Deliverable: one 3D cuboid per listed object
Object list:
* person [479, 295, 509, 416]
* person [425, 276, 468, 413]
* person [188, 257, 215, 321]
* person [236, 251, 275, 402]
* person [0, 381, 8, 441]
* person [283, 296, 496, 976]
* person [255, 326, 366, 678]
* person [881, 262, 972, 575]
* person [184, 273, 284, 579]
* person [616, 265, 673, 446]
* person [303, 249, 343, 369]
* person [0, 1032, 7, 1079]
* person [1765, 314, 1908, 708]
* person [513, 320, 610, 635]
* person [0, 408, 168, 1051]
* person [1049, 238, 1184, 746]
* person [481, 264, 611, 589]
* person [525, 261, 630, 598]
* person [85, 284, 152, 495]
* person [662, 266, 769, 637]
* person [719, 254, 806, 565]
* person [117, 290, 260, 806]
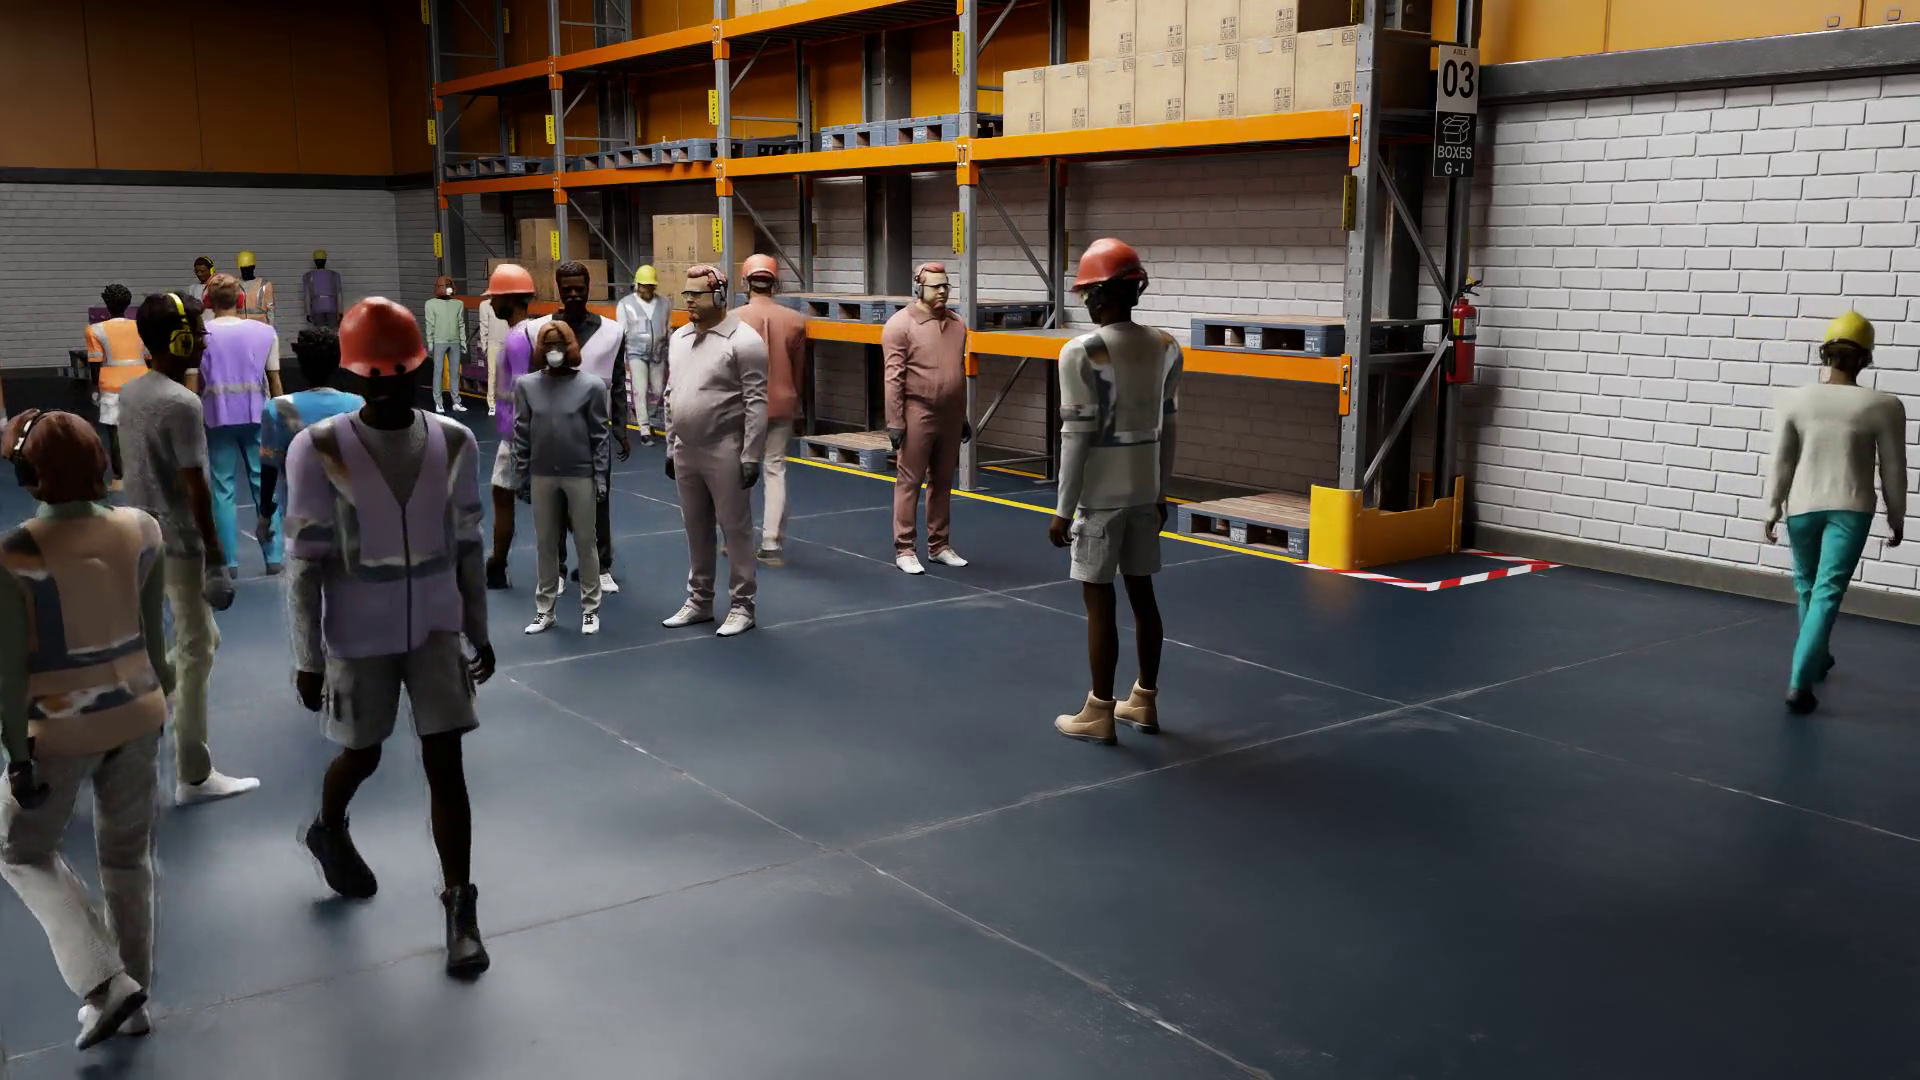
[{"bbox_3d":[-5.399,-2.282,19.608,0.498,1.634,0.280,-5,11,-24],"label":"person"},{"bbox_3d":[-6.166,-2.349,19.989,0.507,1.631,0.276,-9,14,-42],"label":"person"},{"bbox_3d":[-8.884,-2.405,19.659,0.508,1.864,0.329,1,10,4],"label":"person"},{"bbox_3d":[-8.849,-2.636,20.771,0.587,1.927,0.365,0,10,-1],"label":"person"},{"bbox_3d":[-6.685,-0.858,11.137,0.534,1.826,0.937,-6,12,-30],"label":"person"},{"bbox_3d":[-1.663,0.236,4.828,0.592,1.891,0.941,-7,12,-35],"label":"person"},{"bbox_3d":[-2.817,-0.122,7.430,0.843,1.660,0.529,10,14,44],"label":"person"},{"bbox_3d":[-0.172,-0.750,10.266,0.652,1.906,0.403,-9,14,-41],"label":"person"},{"bbox_3d":[-4.375,-0.680,10.053,0.570,1.839,0.373,-7,12,-34],"label":"person"},{"bbox_3d":[-3.181,-1.861,16.808,0.614,1.795,0.753,-6,12,-29],"label":"person"},{"bbox_3d":[-10.231,-3.705,26.753,0.586,1.930,0.357,-4,11,-23],"label":"person"},{"bbox_3d":[-0.988,0.798,1.426,0.368,1.966,0.603,-1,10,-3],"label":"person"},{"bbox_3d":[3.879,-0.139,7.373,0.539,1.708,0.932,9,13,40],"label":"person"},{"bbox_3d":[-2.062,-0.319,8.617,0.502,1.633,0.282,1,10,3],"label":"person"},{"bbox_3d":[-2.178,0.483,4.146,0.383,1.628,0.519,6,12,30],"label":"person"},{"bbox_3d":[0.610,-0.189,6.746,0.605,2.043,0.379,-8,13,-37],"label":"person"},{"bbox_3d":[-2.529,-0.651,9.723,0.835,1.917,0.558,-1,10,-4],"label":"person"},{"bbox_3d":[-2.204,-0.636,9.591,0.587,1.920,0.391,-4,11,-19],"label":"person"},{"bbox_3d":[-6.756,-1.208,13.453,0.535,1.685,0.318,-9,14,-43],"label":"person"},{"bbox_3d":[-1.299,-0.459,8.635,0.651,1.907,0.409,7,12,34],"label":"person"},{"bbox_3d":[-1.274,-0.839,10.657,0.596,1.952,0.769,-4,11,-19],"label":"person"},{"bbox_3d":[-2.800,0.051,5.926,0.532,1.856,0.440,9,14,42],"label":"person"}]
